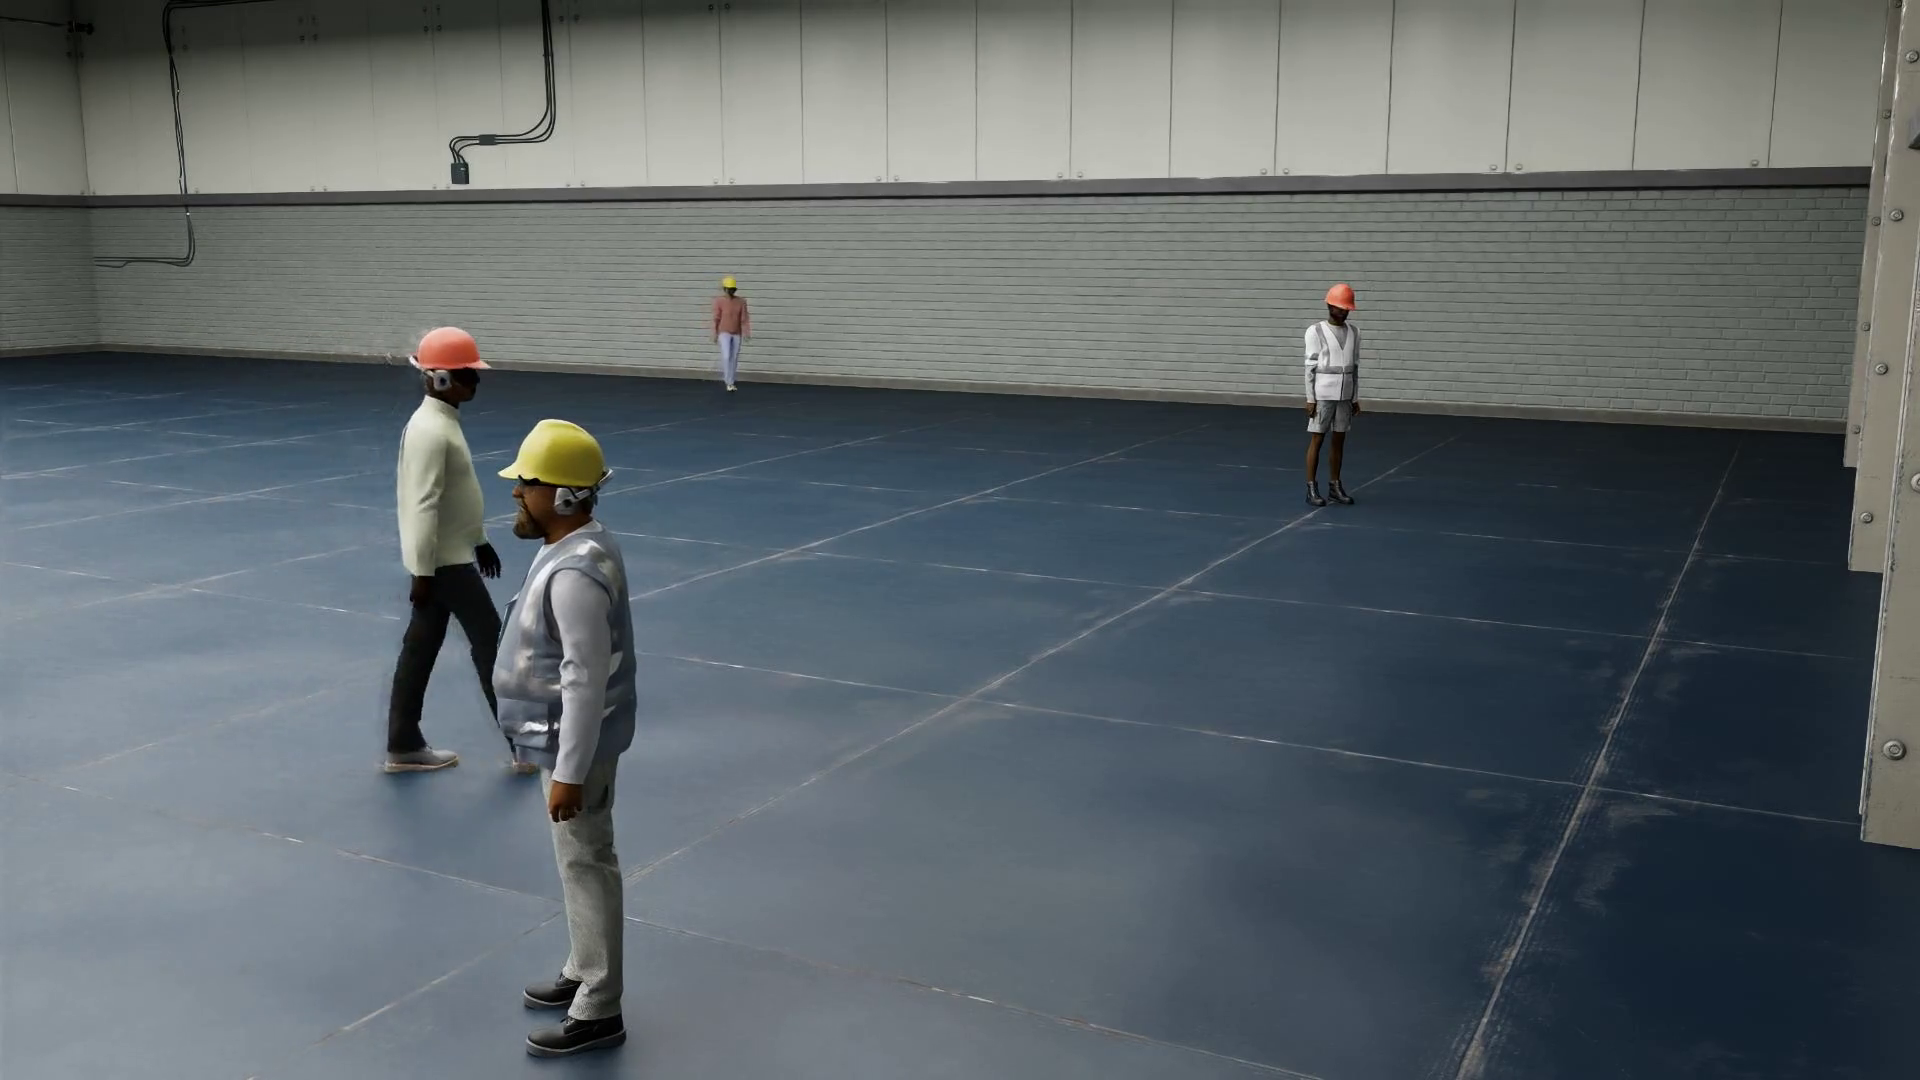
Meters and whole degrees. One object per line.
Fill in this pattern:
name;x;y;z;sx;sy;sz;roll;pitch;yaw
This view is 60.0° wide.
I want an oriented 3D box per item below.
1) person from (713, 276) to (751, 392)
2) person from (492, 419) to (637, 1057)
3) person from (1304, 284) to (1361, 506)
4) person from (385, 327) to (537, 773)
person;-3.397;-3.077;24.963;0.532;1.734;0.823;-6;12;-28
person;-1.139;0.564;4.823;0.403;1.837;0.590;-3;11;-14
person;3.263;-1.260;14.513;0.543;1.932;0.365;-4;11;-22
person;-2.114;0.058;7.261;0.947;1.954;0.619;-3;11;-18
